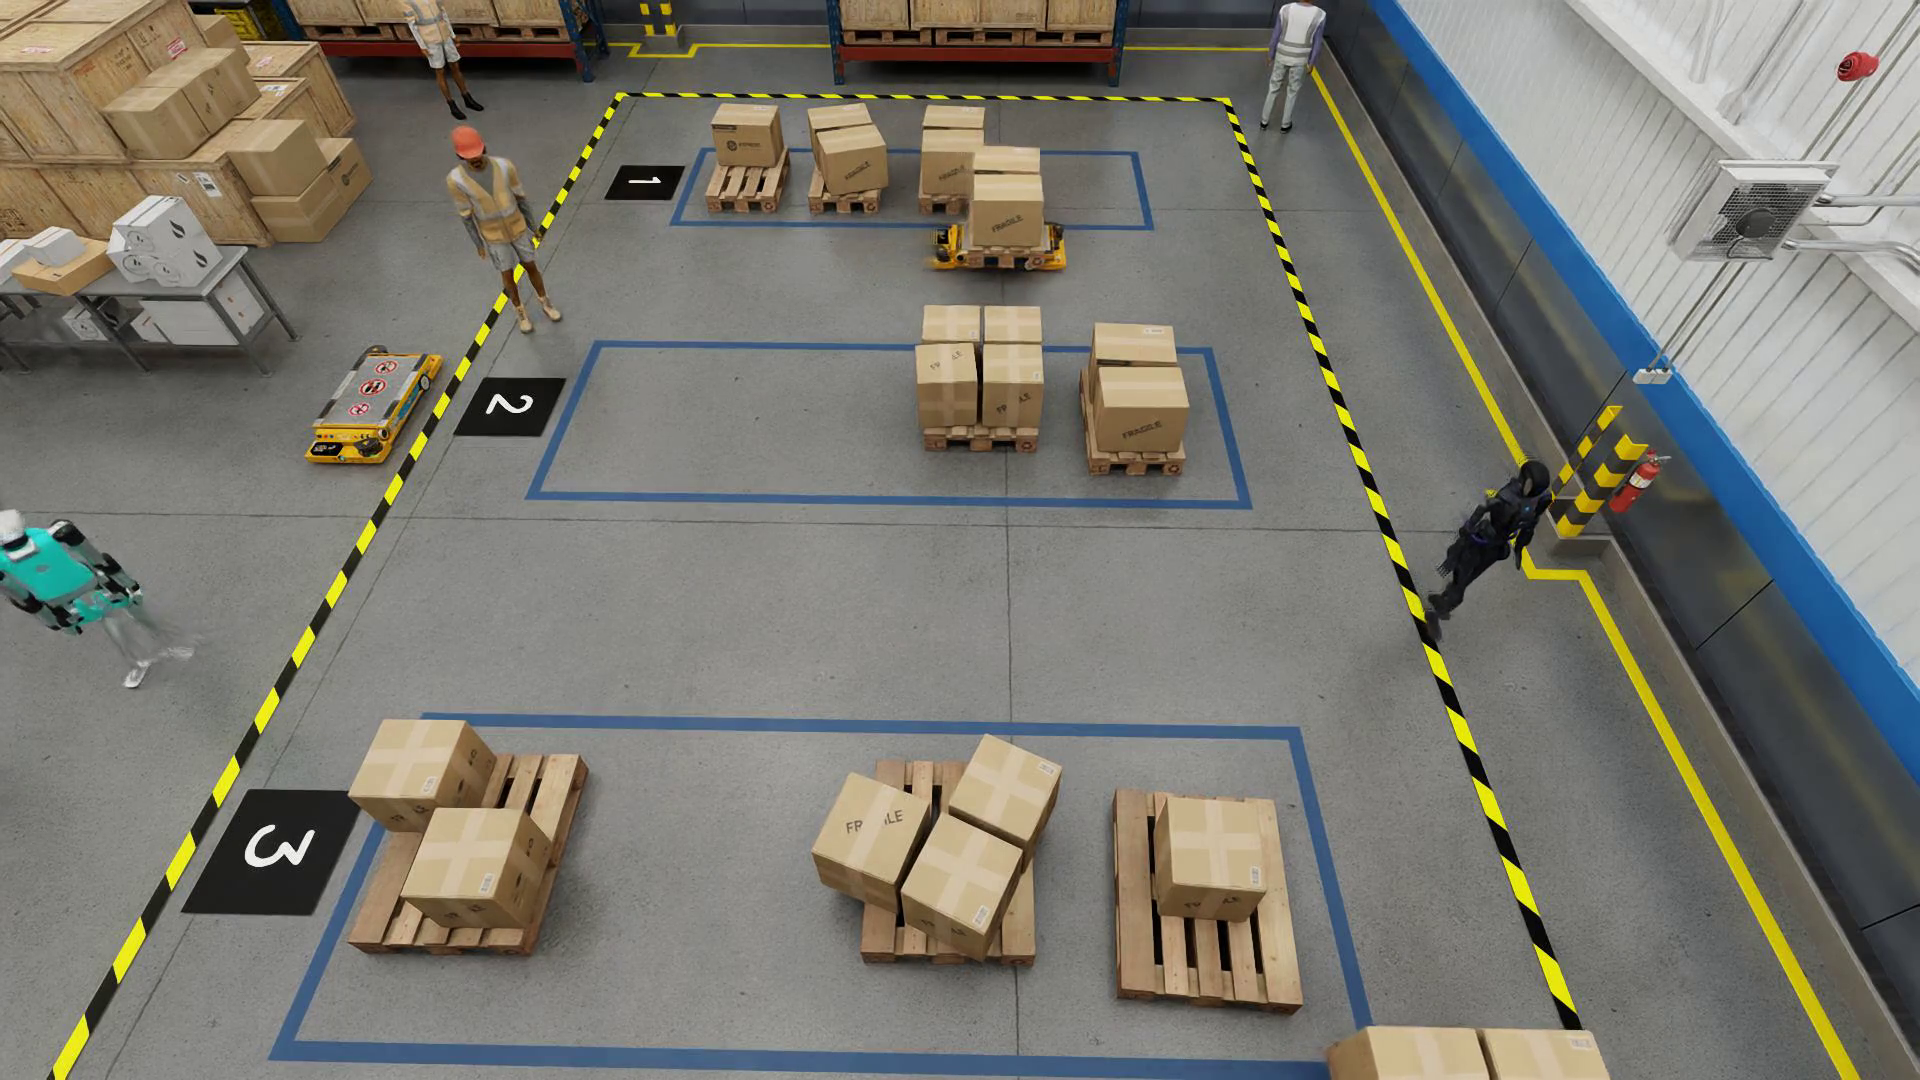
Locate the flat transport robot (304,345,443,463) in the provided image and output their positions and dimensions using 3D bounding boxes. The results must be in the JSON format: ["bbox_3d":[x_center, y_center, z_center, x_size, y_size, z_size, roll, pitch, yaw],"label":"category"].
[{"bbox_3d":[-5.383,-1.269,8.441,0.659,0.231,1.431,1,50,1],"label":"flat transport robot"}]

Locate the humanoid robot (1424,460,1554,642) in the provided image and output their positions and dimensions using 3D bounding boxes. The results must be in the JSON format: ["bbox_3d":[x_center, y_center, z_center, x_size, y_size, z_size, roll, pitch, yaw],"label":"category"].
[{"bbox_3d":[3.684,0.086,6.377,0.588,1.643,0.526,-8,50,-7],"label":"humanoid robot"}]

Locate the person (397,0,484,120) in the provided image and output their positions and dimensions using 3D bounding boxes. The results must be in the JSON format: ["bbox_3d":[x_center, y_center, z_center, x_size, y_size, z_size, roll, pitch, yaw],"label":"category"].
[{"bbox_3d":[-6.692,-6.432,11.714,0.352,1.942,0.544,26,54,20],"label":"person"}]

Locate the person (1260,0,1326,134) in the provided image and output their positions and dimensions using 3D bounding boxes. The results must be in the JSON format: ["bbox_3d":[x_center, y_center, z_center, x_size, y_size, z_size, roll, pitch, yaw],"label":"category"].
[{"bbox_3d":[4.155,-6.037,11.452,0.598,1.827,0.404,19,52,16],"label":"person"}]

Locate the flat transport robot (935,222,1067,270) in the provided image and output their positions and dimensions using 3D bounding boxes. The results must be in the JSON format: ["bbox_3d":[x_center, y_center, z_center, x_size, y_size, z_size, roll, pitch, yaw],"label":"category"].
[{"bbox_3d":[0.444,-3.255,10.103,1.431,0.197,0.652,1,50,1],"label":"flat transport robot"}]

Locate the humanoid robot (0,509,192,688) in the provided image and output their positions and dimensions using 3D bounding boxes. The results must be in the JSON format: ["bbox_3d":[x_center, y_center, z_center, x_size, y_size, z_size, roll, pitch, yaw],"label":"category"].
[{"bbox_3d":[-5.852,0.341,6.107,0.781,1.747,0.586,36,58,26],"label":"humanoid robot"}]

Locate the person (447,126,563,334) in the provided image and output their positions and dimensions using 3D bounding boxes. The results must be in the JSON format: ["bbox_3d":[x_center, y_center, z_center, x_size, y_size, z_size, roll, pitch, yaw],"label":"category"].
[{"bbox_3d":[-4.294,-2.905,8.664,0.611,2.041,0.391,-31,56,-23],"label":"person"}]
